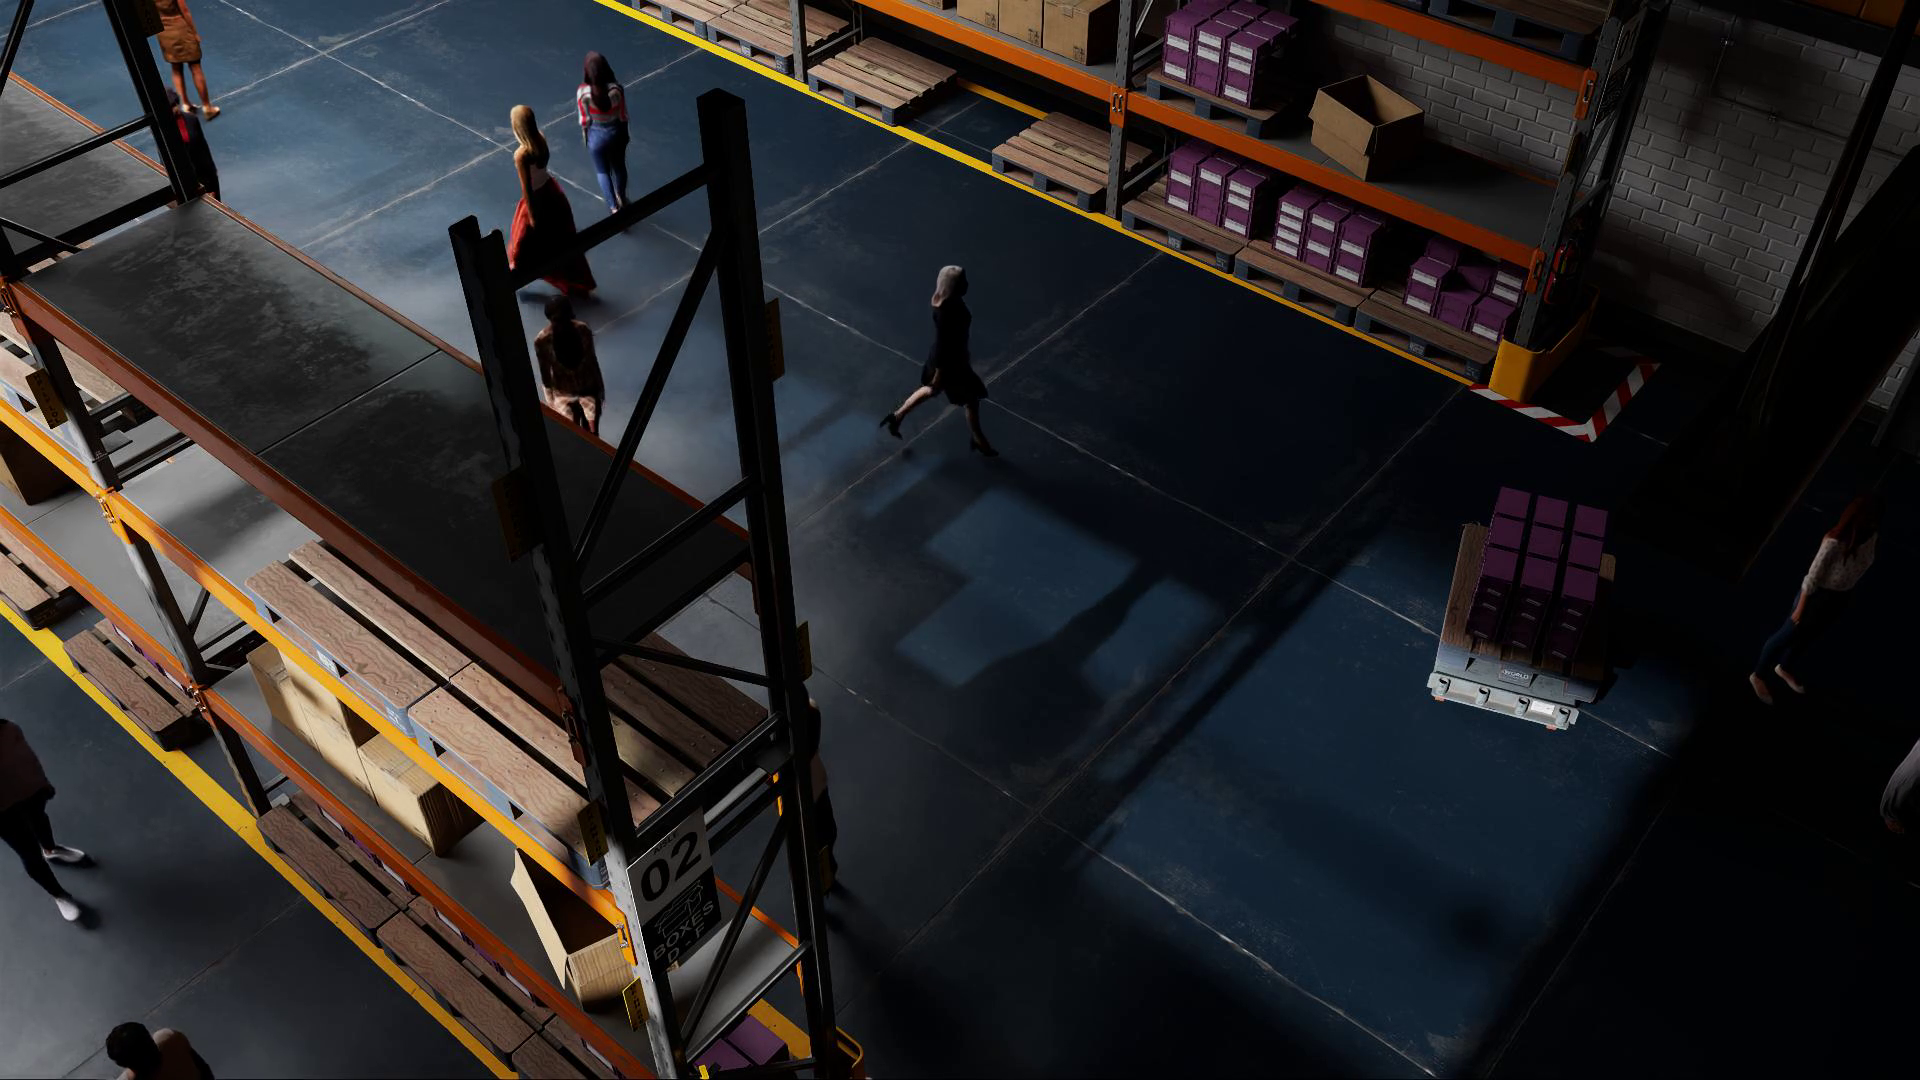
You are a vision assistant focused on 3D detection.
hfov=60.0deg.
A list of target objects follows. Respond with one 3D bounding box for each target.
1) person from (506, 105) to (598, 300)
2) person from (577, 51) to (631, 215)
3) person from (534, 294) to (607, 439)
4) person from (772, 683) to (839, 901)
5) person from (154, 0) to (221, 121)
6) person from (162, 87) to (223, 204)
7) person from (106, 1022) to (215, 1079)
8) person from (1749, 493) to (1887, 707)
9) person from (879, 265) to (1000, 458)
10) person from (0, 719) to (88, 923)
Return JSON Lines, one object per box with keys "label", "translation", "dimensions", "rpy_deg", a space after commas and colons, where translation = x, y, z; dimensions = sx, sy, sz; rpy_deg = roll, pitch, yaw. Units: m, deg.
{"label": "person", "translation": [-3.395, -2.771, 13.896], "dimensions": [1.279, 1.763, 0.943], "rpy_deg": [14, 45, 14]}
{"label": "person", "translation": [-3.153, -3.581, 14.864], "dimensions": [0.874, 1.598, 1.005], "rpy_deg": [-13, 45, -13]}
{"label": "person", "translation": [-2.817, -1.078, 12.102], "dimensions": [0.712, 1.785, 0.802], "rpy_deg": [-20, 47, -20]}
{"label": "person", "translation": [-0.895, 1.427, 9.420], "dimensions": [0.667, 1.857, 0.696], "rpy_deg": [11, 45, 11]}
{"label": "person", "translation": [-7.634, -4.917, 16.206], "dimensions": [0.607, 1.683, 0.701], "rpy_deg": [5, 44, 5]}
{"label": "person", "translation": [-6.617, -3.135, 14.367], "dimensions": [0.642, 1.639, 0.694], "rpy_deg": [-23, 48, -22]}
{"label": "person", "translation": [-3.816, 2.792, 8.094], "dimensions": [0.692, 1.710, 0.682], "rpy_deg": [19, 47, 18]}
{"label": "person", "translation": [5.517, 0.354, 10.640], "dimensions": [0.654, 1.728, 0.659], "rpy_deg": [-14, 45, -14]}
{"label": "person", "translation": [-0.171, -1.308, 12.404], "dimensions": [1.210, 1.702, 0.992], "rpy_deg": [4, 44, 4]}
{"label": "person", "translation": [-5.462, 1.442, 9.517], "dimensions": [0.873, 1.702, 0.659], "rpy_deg": [22, 48, 21]}
